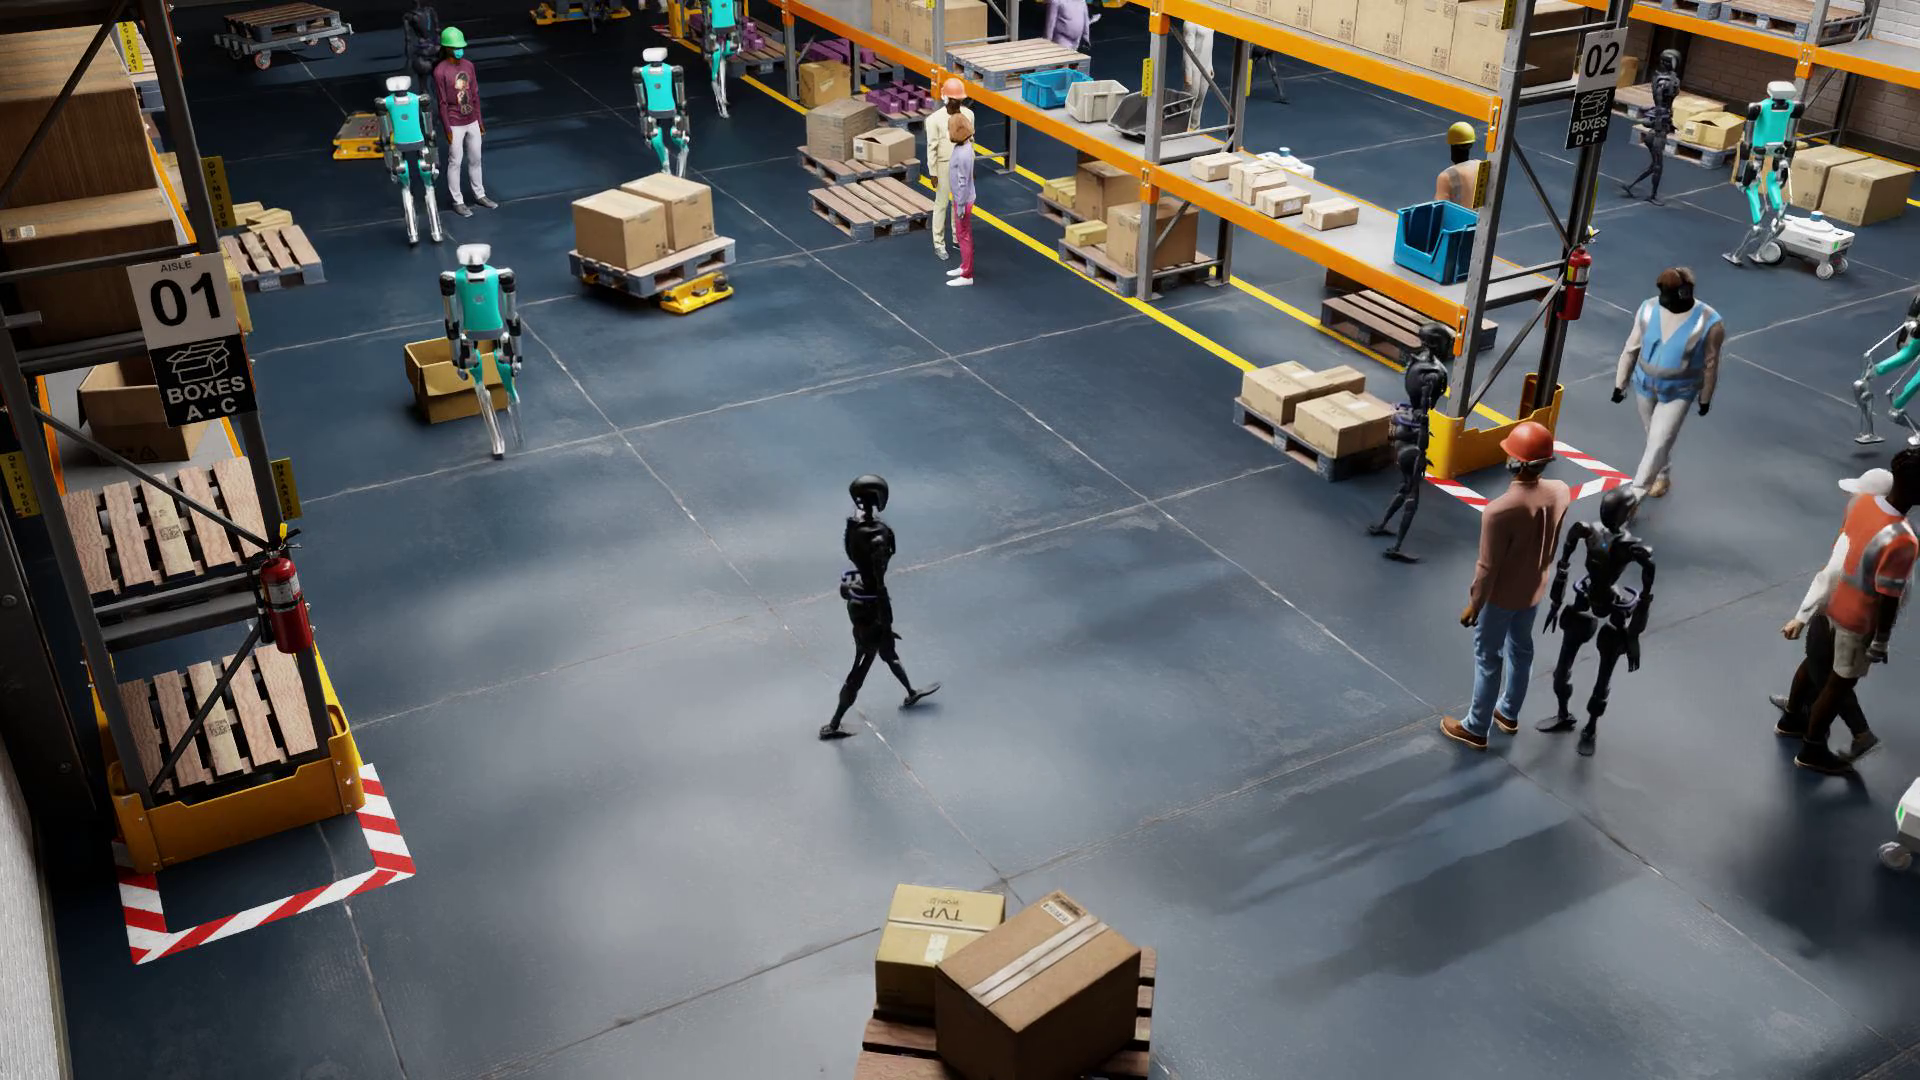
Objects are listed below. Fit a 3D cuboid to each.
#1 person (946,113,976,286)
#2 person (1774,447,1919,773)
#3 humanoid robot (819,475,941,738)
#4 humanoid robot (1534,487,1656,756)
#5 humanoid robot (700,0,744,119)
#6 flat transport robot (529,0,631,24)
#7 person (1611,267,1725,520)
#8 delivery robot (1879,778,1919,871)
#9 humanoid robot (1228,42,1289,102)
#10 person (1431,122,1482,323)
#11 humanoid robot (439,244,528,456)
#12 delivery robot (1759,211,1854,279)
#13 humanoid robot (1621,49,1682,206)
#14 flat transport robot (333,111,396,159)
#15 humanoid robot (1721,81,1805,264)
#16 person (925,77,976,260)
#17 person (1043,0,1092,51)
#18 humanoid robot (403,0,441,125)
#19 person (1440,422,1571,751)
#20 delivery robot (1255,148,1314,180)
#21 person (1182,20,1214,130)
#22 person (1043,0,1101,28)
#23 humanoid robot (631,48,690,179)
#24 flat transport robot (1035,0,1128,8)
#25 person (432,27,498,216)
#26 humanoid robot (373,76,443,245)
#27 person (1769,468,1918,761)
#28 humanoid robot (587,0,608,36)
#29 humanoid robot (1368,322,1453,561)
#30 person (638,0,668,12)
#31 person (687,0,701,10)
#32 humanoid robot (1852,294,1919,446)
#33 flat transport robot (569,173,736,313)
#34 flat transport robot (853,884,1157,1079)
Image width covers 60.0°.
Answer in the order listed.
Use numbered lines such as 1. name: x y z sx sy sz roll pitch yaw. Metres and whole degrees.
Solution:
1. person: 0.011 -3.189 15.601 0.277 1.628 0.503 -1 30 -1
2. person: 4.912 0.373 9.074 0.391 1.956 0.605 2 30 3
3. humanoid robot: -0.457 0.365 9.394 0.773 1.624 0.587 -9 31 -15
4. humanoid robot: 3.547 0.440 9.234 0.317 1.651 0.589 -26 39 -37
5. humanoid robot: -2.995 -6.176 20.691 0.549 1.742 0.974 -14 33 -22
6. flat transport robot: -5.853 -8.140 25.580 1.431 0.231 0.659 -12 32 -19
7. person: 4.910 -1.043 11.702 0.980 1.773 0.636 -23 37 -35
8. delivery robot: 5.152 1.538 8.439 0.790 0.589 0.499 26 39 38
9. humanoid robot: 3.871 -6.397 21.181 0.793 1.629 0.602 20 36 31
10. person: 4.227 -2.637 14.346 0.587 1.918 0.388 -21 36 -32
11. humanoid robot: -3.518 -1.375 12.447 0.541 1.899 0.726 -6 31 -11
12. delivery robot: 8.242 -2.895 16.175 0.499 0.607 0.808 -20 36 -31
13. humanoid robot: 7.417 -4.397 17.678 0.500 1.646 0.612 18 35 29
14. flat transport robot: -7.012 -4.828 19.814 0.659 0.231 1.431 -4 30 -7
15. humanoid robot: 7.741 -3.432 15.855 0.548 1.751 0.676 -2 30 -3
16. person: -0.073 -3.637 16.248 0.561 1.753 0.320 -21 36 -32
17. person: 1.301 -6.244 20.691 0.995 1.862 0.655 24 37 35
18. humanoid robot: -6.516 -5.897 20.258 0.334 1.656 0.589 16 34 26
19. person: 3.028 0.264 9.219 0.611 1.995 0.385 -16 34 -26
20. delivery robot: 3.454 -3.942 17.980 0.526 0.590 0.762 -18 34 -28
21. person: 2.762 -5.497 19.348 0.352 1.898 0.562 21 36 32
22. person: 1.652 -8.526 24.732 1.056 1.769 0.496 -18 34 -28
23. humanoid robot: -3.080 -4.324 17.479 0.546 1.776 0.882 -1 30 -1
24. flat transport robot: 1.970 -8.695 26.545 1.431 0.231 0.659 10 31 17
25. person: -5.193 -4.367 17.339 0.436 1.942 0.487 21 36 32
26. humanoid robot: -5.420 -3.780 16.434 0.533 1.700 0.736 -9 31 -16
27. person: 4.983 0.412 9.229 0.794 1.729 0.733 -16 34 -26
28. humanoid robot: -5.373 -8.259 24.417 0.596 1.620 0.769 -9 31 -15
29. humanoid robot: 3.060 -0.704 11.235 0.362 1.650 0.611 4 30 7
30. person: -4.858 -9.127 25.758 0.680 1.806 0.434 5 30 9
31. person: -4.172 -9.134 25.833 0.366 1.741 0.561 7 31 13
32. humanoid robot: 7.100 -1.413 12.392 0.966 1.747 0.539 -9 31 -15
33. flat transport robot: -2.877 -2.466 15.702 1.431 0.231 0.659 22 36 33
34. flat transport robot: 0.234 2.299 7.407 0.659 0.231 1.431 5 30 8
